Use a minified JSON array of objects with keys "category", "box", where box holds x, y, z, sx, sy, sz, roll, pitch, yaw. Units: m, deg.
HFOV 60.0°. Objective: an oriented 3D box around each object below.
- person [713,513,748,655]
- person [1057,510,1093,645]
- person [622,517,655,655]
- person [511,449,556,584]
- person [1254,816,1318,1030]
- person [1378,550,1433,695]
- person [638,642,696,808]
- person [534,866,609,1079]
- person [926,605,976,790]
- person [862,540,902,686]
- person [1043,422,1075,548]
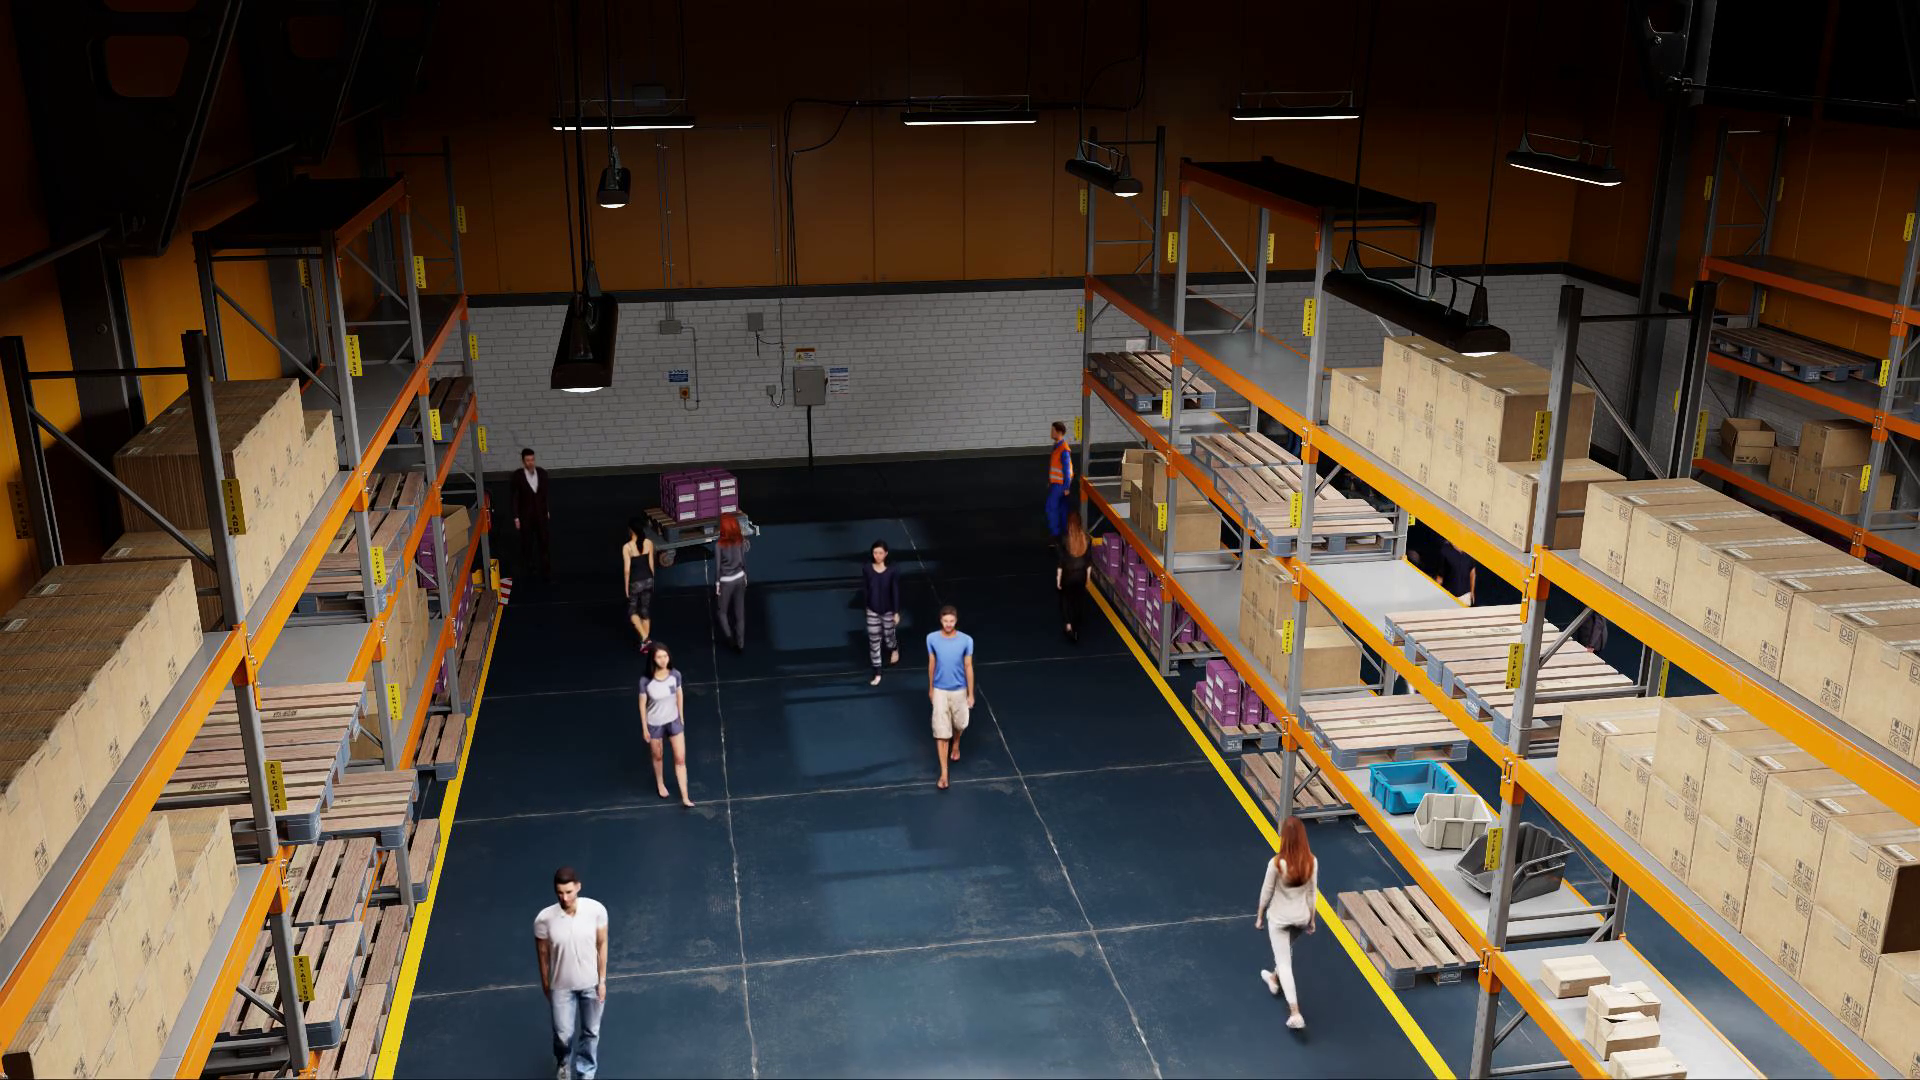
[{"category":"person","box":[-2.719,0.562,20.008,0.732,1.761,0.748,-12,22,-32]},{"category":"person","box":[1.419,0.489,20.317,0.582,1.701,0.682,-4,19,-10]},{"category":"person","box":[-3.813,0.580,20.021,0.707,1.718,0.797,-12,22,-32]},{"category":"person","box":[-5.845,-0.357,22.644,0.945,1.819,1.291,-9,21,-26]},{"category":"person","box":[2.579,2.991,12.924,0.630,1.679,1.120,-4,19,-12]},{"category":"person","box":[5.027,1.026,18.595,0.829,1.784,1.149,-6,19,-17]},{"category":"person","box":[-2.968,1.786,16.499,0.773,1.681,1.034,-8,20,-24]},{"category":"person","box":[-2.801,3.169,12.131,0.717,1.848,0.727,-5,19,-15]},{"category":"person","box":[-0.094,1.518,17.073,0.825,1.821,1.293,1,19,2]},{"category":"person","box":[-0.894,0.793,19.402,0.850,1.709,1.099,4,19,11]},{"category":"person","box":[1.530,-0.794,23.903,0.770,1.845,0.653,-4,19,-11]}]
